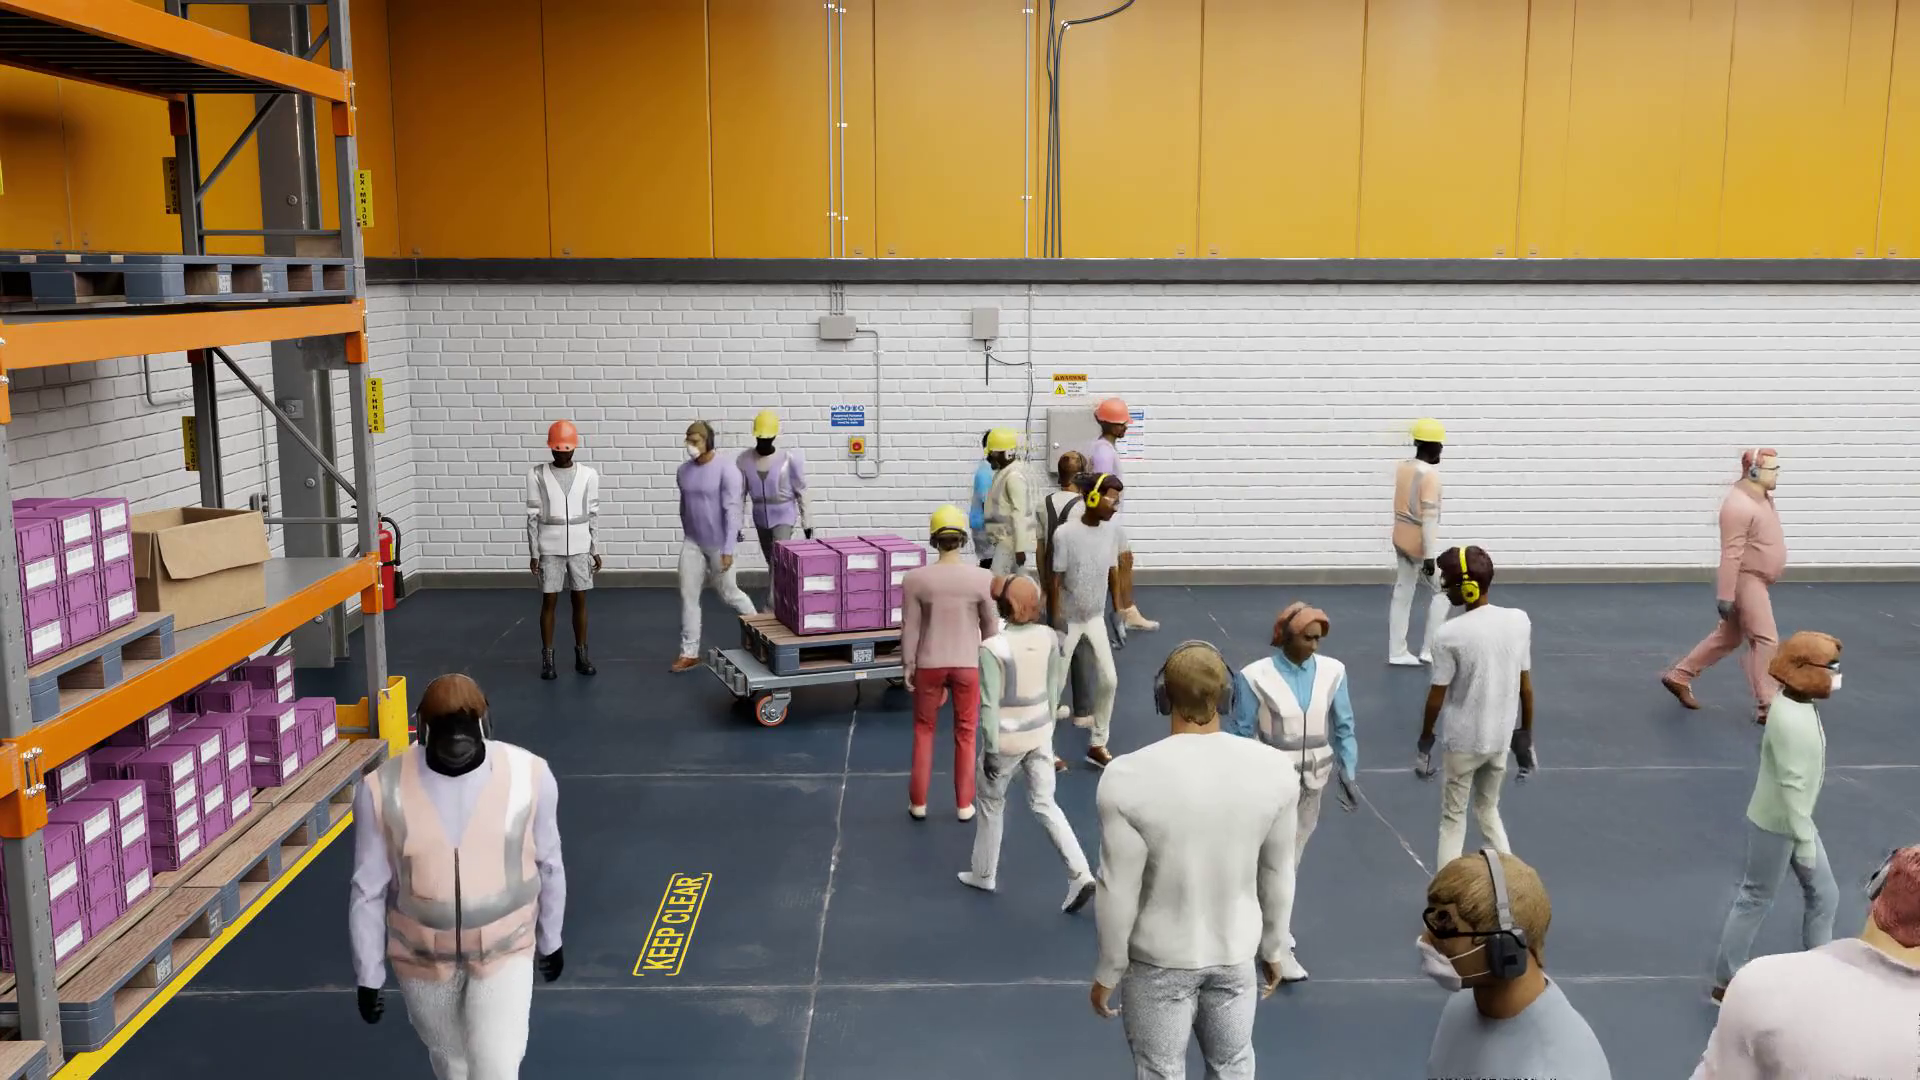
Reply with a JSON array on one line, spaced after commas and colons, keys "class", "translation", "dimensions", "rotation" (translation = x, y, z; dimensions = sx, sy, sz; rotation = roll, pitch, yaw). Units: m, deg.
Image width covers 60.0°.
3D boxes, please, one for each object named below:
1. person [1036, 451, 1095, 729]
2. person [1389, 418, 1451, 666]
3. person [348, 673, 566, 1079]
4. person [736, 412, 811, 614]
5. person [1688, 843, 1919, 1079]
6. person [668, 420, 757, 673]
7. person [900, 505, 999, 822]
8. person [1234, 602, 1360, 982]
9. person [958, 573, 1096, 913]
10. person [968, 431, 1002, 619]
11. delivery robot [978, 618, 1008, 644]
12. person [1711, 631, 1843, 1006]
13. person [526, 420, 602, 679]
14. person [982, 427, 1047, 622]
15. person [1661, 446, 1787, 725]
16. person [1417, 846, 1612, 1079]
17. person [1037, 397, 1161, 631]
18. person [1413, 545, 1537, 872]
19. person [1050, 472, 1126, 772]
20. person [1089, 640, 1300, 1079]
[{"class": "person", "translation": [0.733, 0.329, 11.026], "dimensions": [0.504, 1.840, 0.345], "rotation": [7, 12, 38]}, {"class": "person", "translation": [3.572, 0.029, 12.630], "dimensions": [0.650, 1.907, 0.612], "rotation": [-2, 9, -12]}, {"class": "person", "translation": [-1.566, 1.300, 5.214], "dimensions": [0.646, 1.791, 0.983], "rotation": [-2, 9, -12]}, {"class": "person", "translation": [-1.586, -0.189, 14.182], "dimensions": [0.634, 1.860, 1.046], "rotation": [3, 10, 20]}, {"class": "person", "translation": [1.896, 1.529, 3.604], "dimensions": [0.745, 1.871, 0.415], "rotation": [4, 10, 21]}, {"class": "person", "translation": [-1.861, 0.023, 12.703], "dimensions": [0.627, 1.913, 0.903], "rotation": [6, 11, 31]}, {"class": "person", "translation": [-0.060, 0.684, 9.103], "dimensions": [0.541, 1.764, 0.345], "rotation": [0, 9, 1]}, {"class": "person", "translation": [1.470, 1.077, 7.181], "dimensions": [0.508, 1.600, 0.812], "rotation": [-2, 10, -15]}, {"class": "person", "translation": [0.316, 0.955, 7.898], "dimensions": [0.521, 1.608, 0.780], "rotation": [-8, 12, -40]}, {"class": "person", "translation": [0.261, -0.121, 14.260], "dimensions": [0.364, 1.681, 0.525], "rotation": [3, 10, 20]}, {"class": "delivery robot", "translation": [0.117, 0.717, 12.285], "dimensions": [0.707, 0.478, 0.477], "rotation": [-3, 10, -16]}, {"class": "person", "translation": [3.394, 1.161, 6.608], "dimensions": [0.713, 1.604, 0.533], "rotation": [6, 11, 33]}, {"class": "person", "translation": [-2.930, 0.068, 12.357], "dimensions": [0.543, 1.927, 0.375], "rotation": [-4, 10, -24]}, {"class": "person", "translation": [0.470, -0.030, 13.402], "dimensions": [0.825, 1.800, 0.626], "rotation": [0, 9, 0]}, {"class": "person", "translation": [5.232, 0.290, 11.173], "dimensions": [0.927, 1.875, 0.652], "rotation": [7, 12, 36]}, {"class": "person", "translation": [1.086, 1.546, 3.328], "dimensions": [0.401, 1.925, 0.633], "rotation": [0, 9, 2]}, {"class": "person", "translation": [1.137, -0.203, 13.851], "dimensions": [1.001, 1.997, 0.623], "rotation": [1, 9, 6]}, {"class": "person", "translation": [2.316, 0.916, 7.459], "dimensions": [0.618, 1.843, 0.433], "rotation": [-3, 10, -18]}, {"class": "person", "translation": [0.776, 0.502, 10.020], "dimensions": [0.516, 1.833, 0.571], "rotation": [-5, 11, -29]}, {"class": "person", "translation": [0.702, 1.259, 5.033], "dimensions": [0.647, 1.935, 0.378], "rotation": [-2, 10, -13]}]
